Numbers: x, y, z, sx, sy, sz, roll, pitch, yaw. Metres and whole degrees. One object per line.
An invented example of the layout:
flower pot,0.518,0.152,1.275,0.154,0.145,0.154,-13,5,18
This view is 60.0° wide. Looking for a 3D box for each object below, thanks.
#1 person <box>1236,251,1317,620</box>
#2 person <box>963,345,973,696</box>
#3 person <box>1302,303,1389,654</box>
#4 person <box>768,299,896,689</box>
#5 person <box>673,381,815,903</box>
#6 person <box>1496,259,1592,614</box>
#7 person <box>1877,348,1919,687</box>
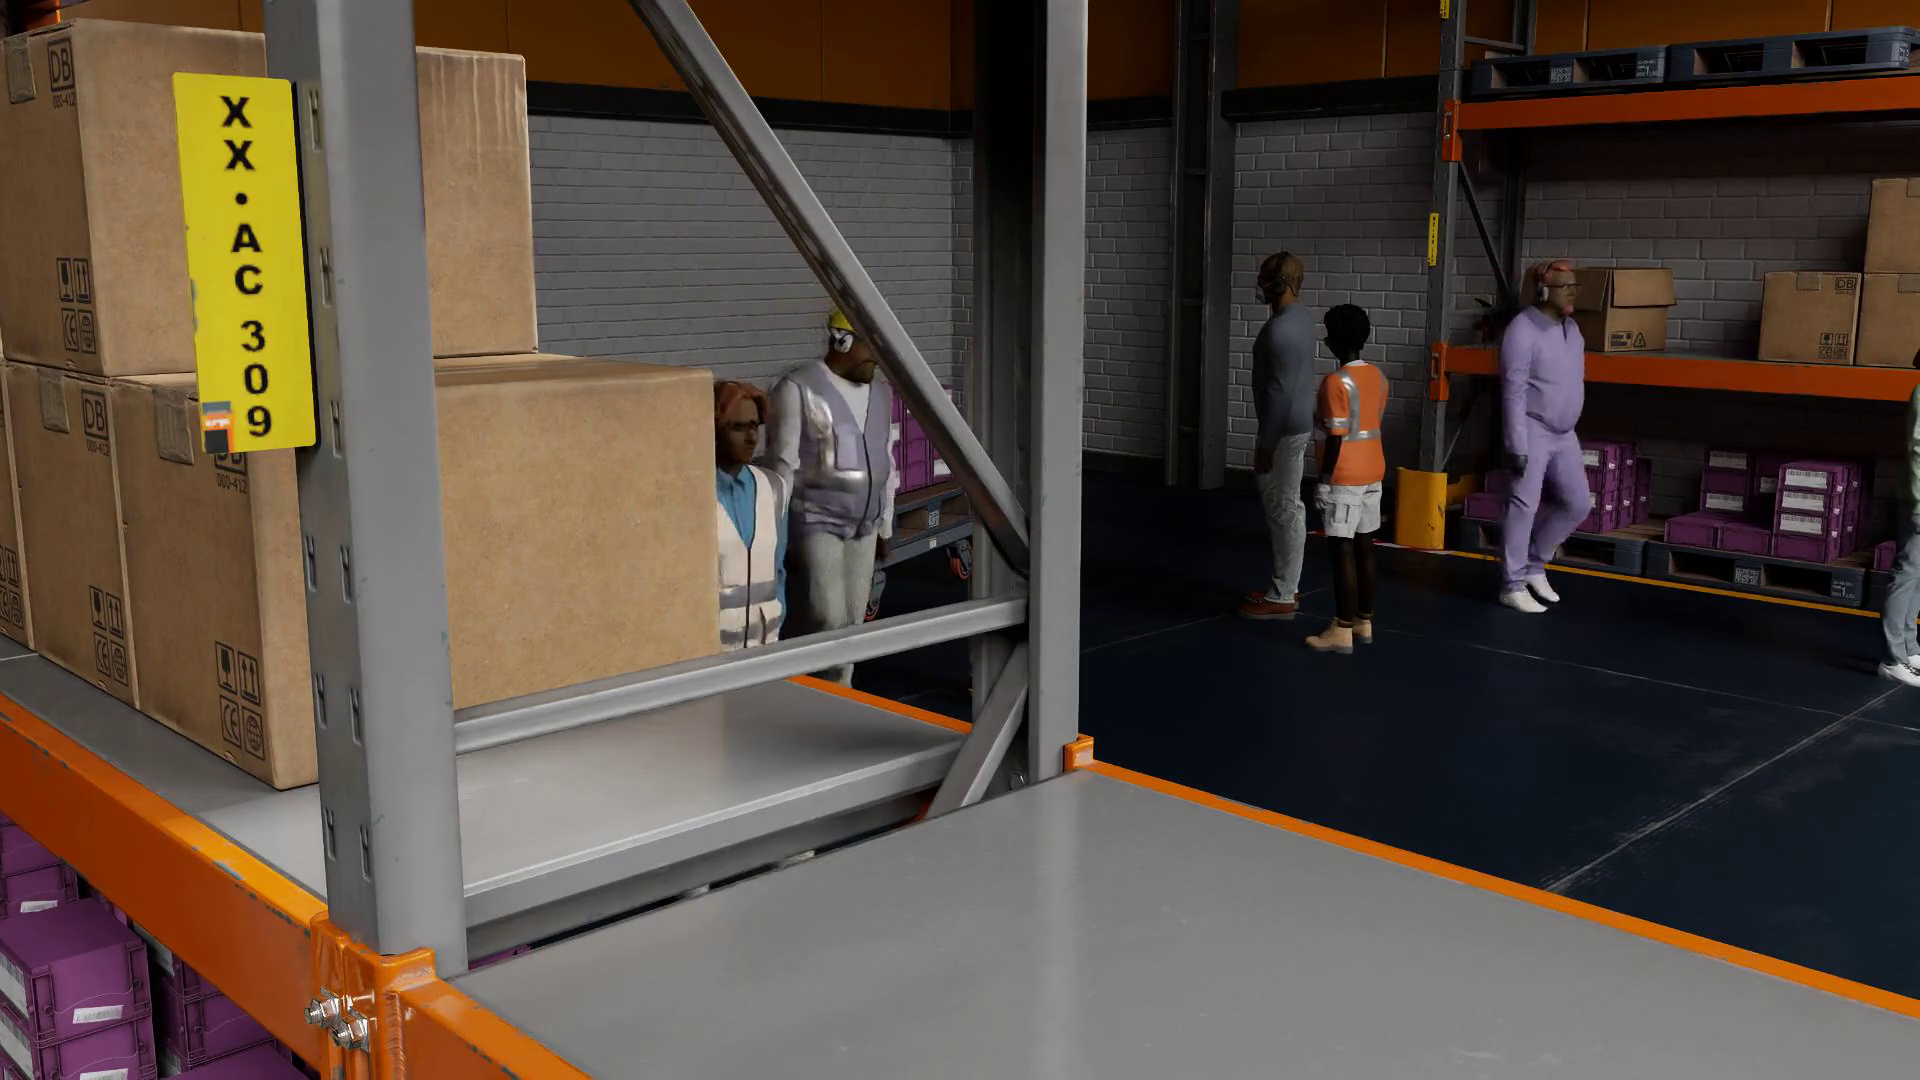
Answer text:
person,1.685,-0.547,8.804,0.372,1.940,0.631,4,11,19
person,0.181,-0.206,7.103,0.355,1.882,0.576,-2,11,-9
person,1.884,-0.297,8.104,0.321,1.695,0.530,8,13,38
person,-0.497,-0.066,6.573,0.637,1.794,0.433,-10,15,-44
person,-0.630,0.364,4.740,0.680,1.614,0.528,10,15,44
person,3.124,-0.541,8.894,0.665,1.893,0.438,-8,13,-37
person,4.403,-0.163,7.544,0.498,1.634,0.284,-10,14,-43
